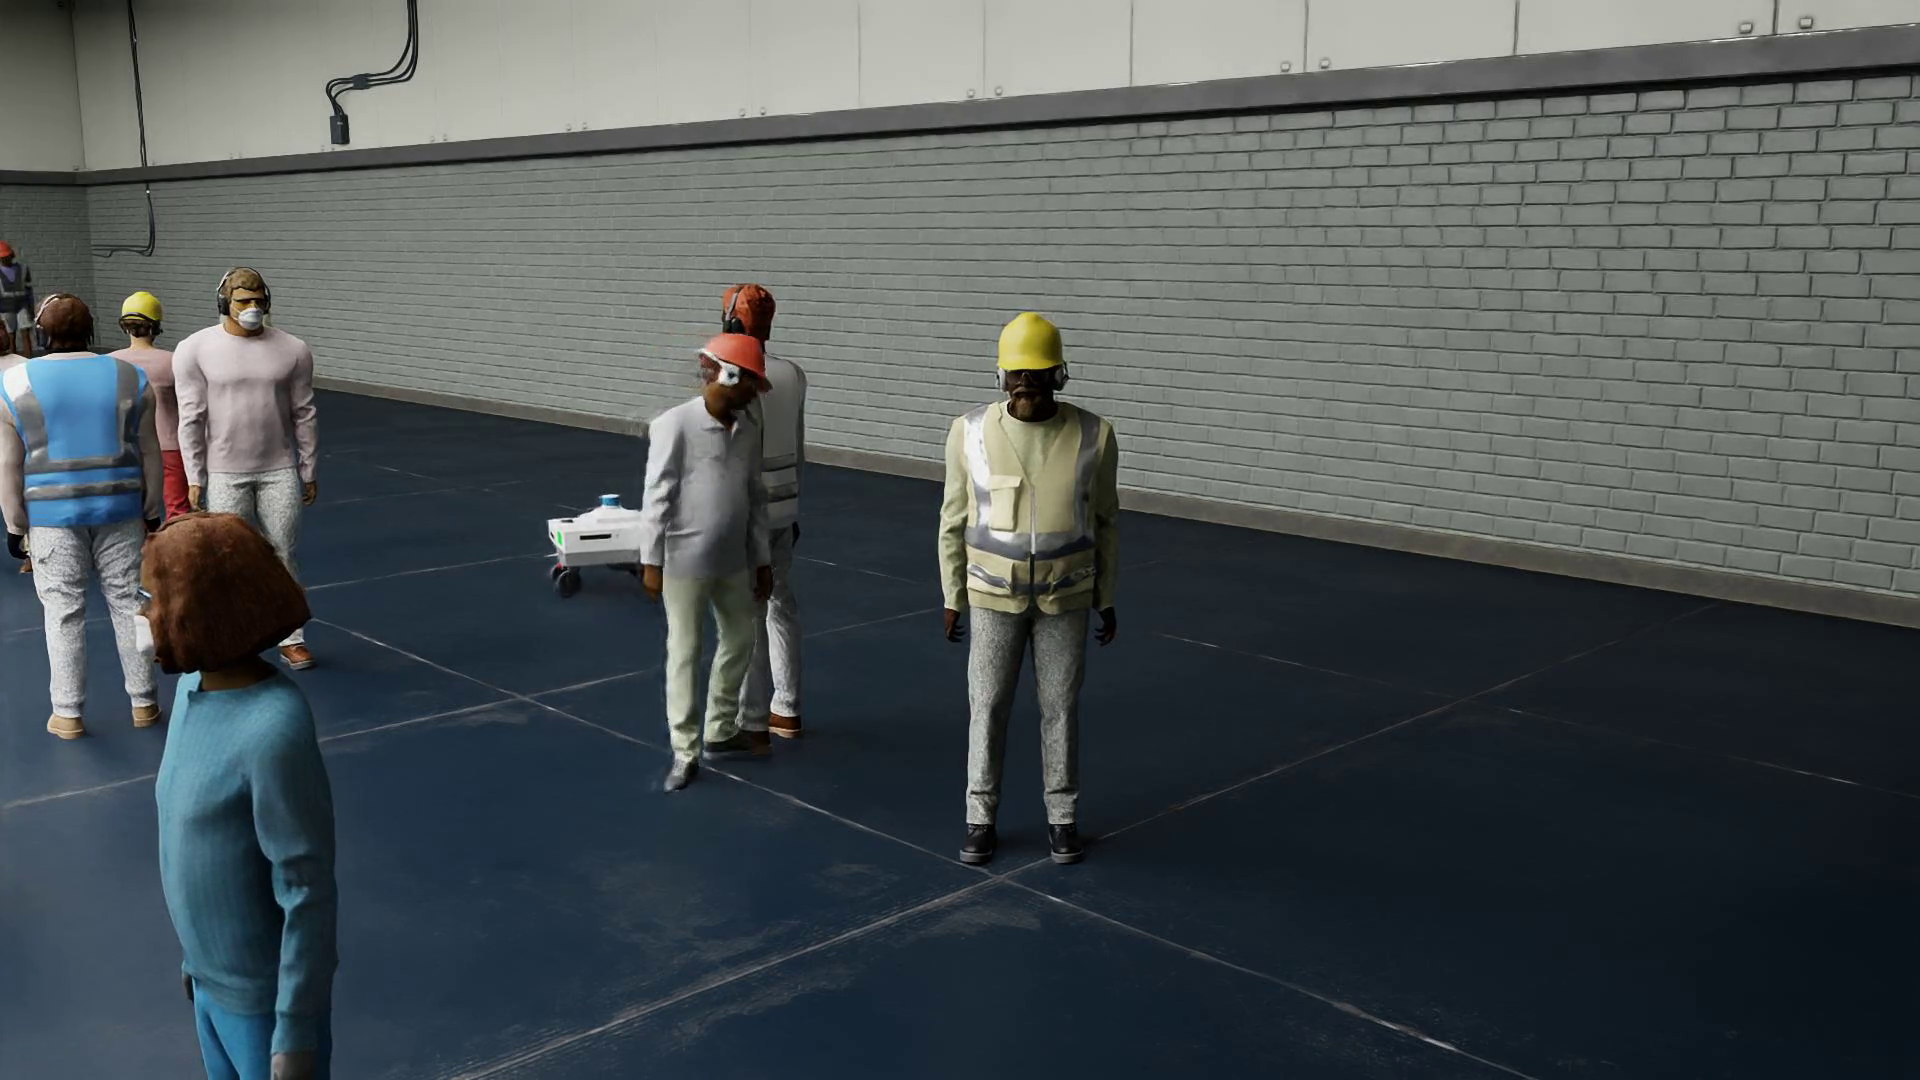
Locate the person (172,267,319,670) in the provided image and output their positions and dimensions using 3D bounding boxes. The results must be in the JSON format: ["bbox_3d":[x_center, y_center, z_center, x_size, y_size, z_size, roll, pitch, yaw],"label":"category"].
[{"bbox_3d":[-3.349,-0.317,7.883,0.625,1.933,0.375,-7,13,-35],"label":"person"}]

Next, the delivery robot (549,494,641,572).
[{"bbox_3d":[-2.045,-0.024,9.774,0.707,0.478,0.477,-4,11,-21],"label":"delivery robot"}]

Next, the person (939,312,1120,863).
[{"bbox_3d":[0.230,0.170,5.483,0.600,1.830,0.403,0,10,1],"label":"person"}]

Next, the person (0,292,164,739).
[{"bbox_3d":[-3.643,-0.098,6.917,0.626,1.846,0.429,-7,13,-35],"label":"person"}]

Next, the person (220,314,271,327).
[{"bbox_3d":[-7.482,-1.901,17.436,0.508,1.588,0.826,-2,11,-8],"label":"person"}]

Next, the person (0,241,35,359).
[{"bbox_3d":[-13.962,-3.404,24.559,0.661,1.975,0.949,-9,13,-39],"label":"person"}]

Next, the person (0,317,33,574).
[{"bbox_3d":[-5.897,-0.591,10.215,0.508,1.627,0.278,-1,10,-5],"label":"person"}]

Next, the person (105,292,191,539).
[{"bbox_3d":[-4.492,-0.488,9.253,0.535,1.767,0.315,-3,11,-14],"label":"person"}]

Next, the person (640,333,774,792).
[{"bbox_3d":[-0.960,0.078,6.343,0.325,1.706,0.646,8,13,36],"label":"person"}]

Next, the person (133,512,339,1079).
[{"bbox_3d":[-1.202,0.759,2.813,0.269,1.632,0.509,-9,14,-41],"label":"person"}]

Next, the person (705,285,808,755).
[{"bbox_3d":[-0.855,-0.076,6.717,0.402,1.882,0.591,6,12,28],"label":"person"}]
